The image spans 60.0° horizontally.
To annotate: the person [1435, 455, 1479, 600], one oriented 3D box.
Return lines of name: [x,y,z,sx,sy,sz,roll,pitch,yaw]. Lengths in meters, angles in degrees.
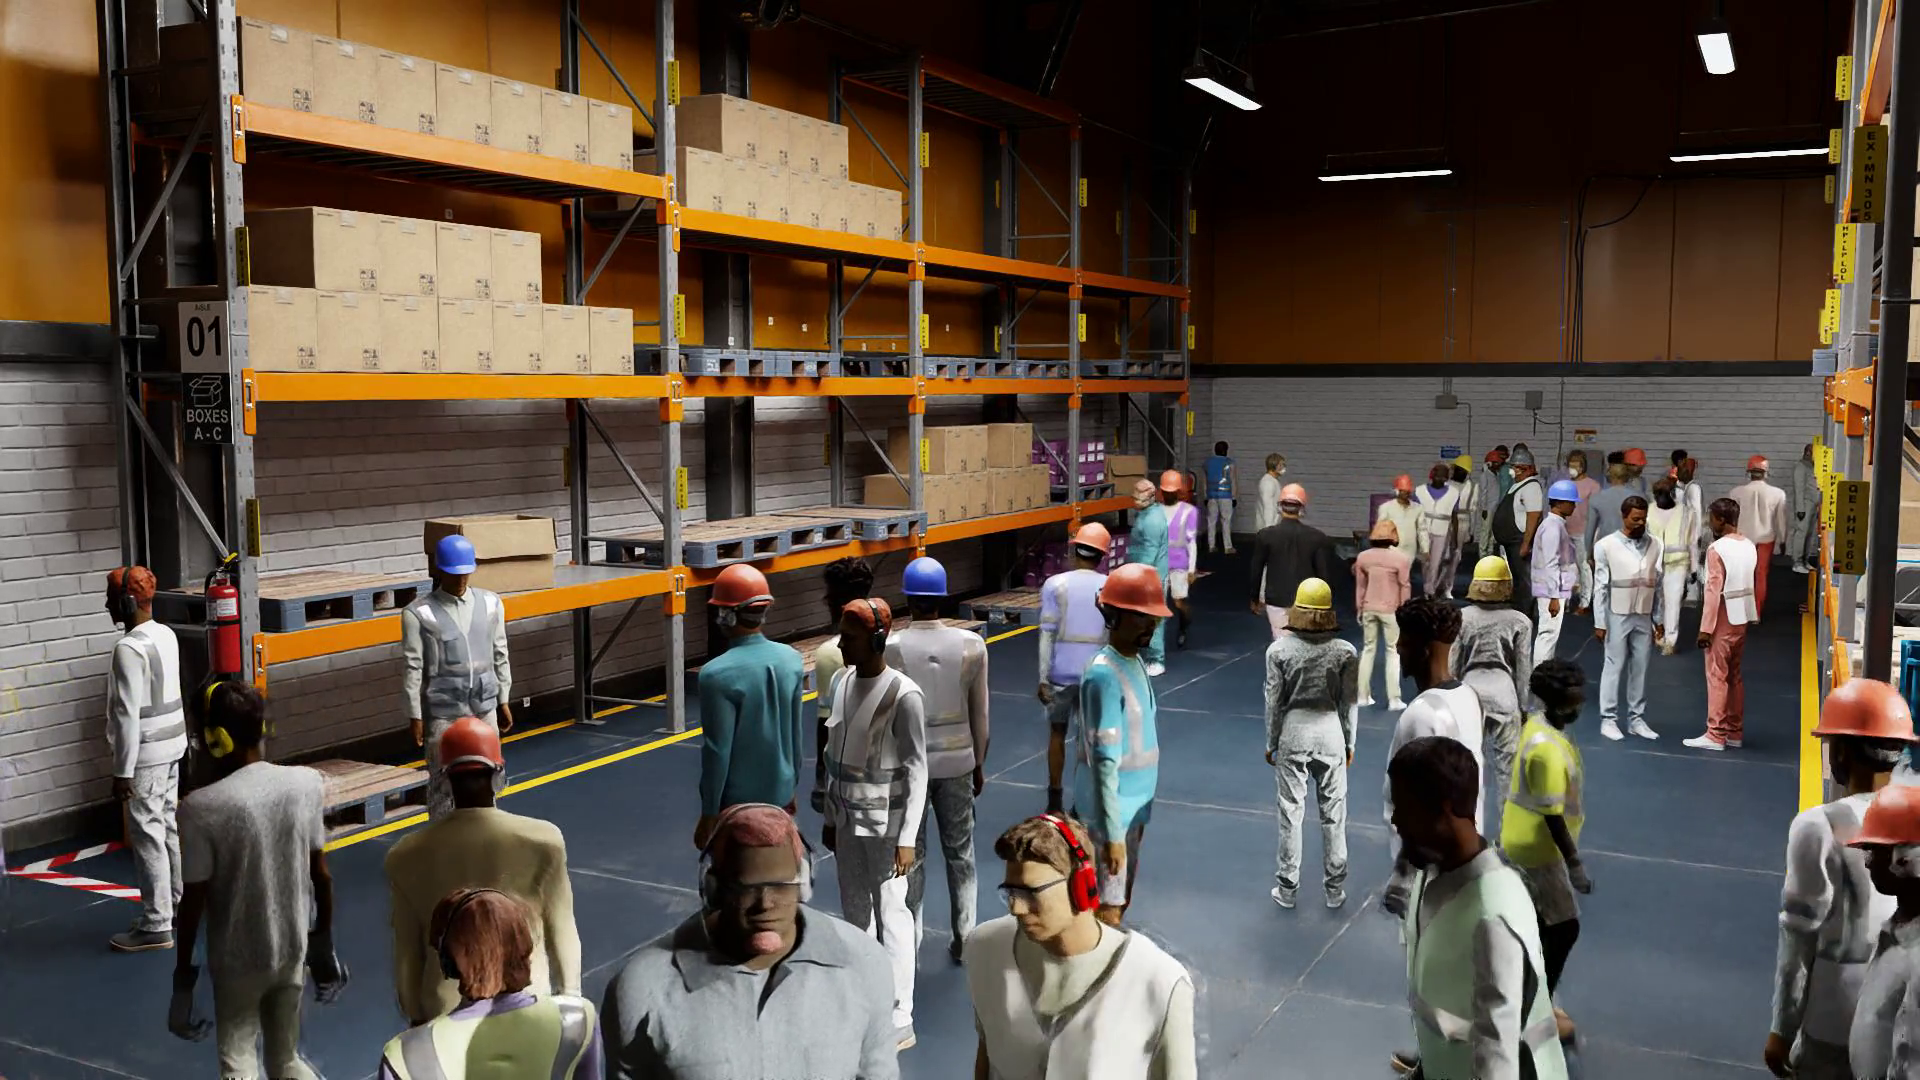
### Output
person: [6.362,-0.177,21.486,0.618,1.876,0.623,1,5,6]

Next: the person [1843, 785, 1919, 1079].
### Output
person: [2.401,1.497,4.345,0.833,1.694,0.553,1,5,15]

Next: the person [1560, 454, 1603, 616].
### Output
person: [7.350,-0.060,19.869,0.372,1.940,0.632,-4,7,-37]

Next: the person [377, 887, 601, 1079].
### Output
person: [-1.042,1.593,3.745,0.523,1.632,0.314,-3,6,-28]

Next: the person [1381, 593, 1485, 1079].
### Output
person: [1.800,1.182,6.361,0.361,1.963,0.614,3,6,33]

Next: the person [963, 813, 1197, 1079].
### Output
person: [0.269,1.506,3.802,0.626,1.801,0.641,3,6,28]

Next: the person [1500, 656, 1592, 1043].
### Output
person: [2.428,1.283,6.915,0.349,1.657,0.565,2,6,18]

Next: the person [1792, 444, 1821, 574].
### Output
person: [12.444,-0.462,24.394,0.409,1.903,0.638,5,7,43]

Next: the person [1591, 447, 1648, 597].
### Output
person: [8.359,-0.176,20.839,0.607,1.995,1.011,-2,6,-25]

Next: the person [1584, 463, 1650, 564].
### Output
person: [7.142,0.113,18.138,0.645,1.909,0.825,2,6,17]

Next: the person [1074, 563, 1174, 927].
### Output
person: [0.670,1.107,6.775,0.394,2.040,0.608,1,6,16]

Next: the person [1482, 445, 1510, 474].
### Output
person: [8.354,-0.558,25.758,0.563,1.838,0.390,1,5,13]

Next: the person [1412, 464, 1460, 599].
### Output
person: [5.861,-0.052,20.663,0.660,1.782,0.943,2,6,17]

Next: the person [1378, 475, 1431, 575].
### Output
person: [5.115,0.122,19.056,0.585,1.710,0.857,-1,5,-11]

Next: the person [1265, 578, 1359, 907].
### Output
person: [1.849,1.067,8.782,0.490,1.744,0.295,0,5,4]

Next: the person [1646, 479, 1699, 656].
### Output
person: [7.297,0.262,17.210,0.630,1.798,0.935,3,6,29]

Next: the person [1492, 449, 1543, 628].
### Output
person: [6.331,-0.022,18.910,0.535,2.000,0.674,1,5,6]

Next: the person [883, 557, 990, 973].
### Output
person: [-0.156,1.053,7.834,0.605,1.949,0.400,-2,6,-16]

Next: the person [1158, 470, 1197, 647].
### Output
person: [2.130,0.232,16.813,0.559,1.910,0.658,2,6,24]

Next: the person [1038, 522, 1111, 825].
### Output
person: [0.771,0.843,10.425,0.580,1.882,0.614,0,5,-4]

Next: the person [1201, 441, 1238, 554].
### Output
person: [4.266,-0.696,27.224,0.623,1.845,0.430,4,7,37]

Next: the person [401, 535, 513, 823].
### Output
person: [-2.802,0.928,9.297,0.619,1.932,0.420,-5,7,-40]

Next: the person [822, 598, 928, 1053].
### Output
person: [-0.378,1.174,6.877,0.345,1.882,0.584,-5,7,-41]

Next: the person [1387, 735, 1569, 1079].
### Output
person: [1.341,1.430,4.130,0.542,1.890,0.695,0,5,-1]

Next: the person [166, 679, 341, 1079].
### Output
person: [-2.191,1.351,5.261,0.602,1.843,0.542,3,6,33]

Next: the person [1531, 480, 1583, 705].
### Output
person: [5.124,0.452,14.318,0.406,1.942,0.614,2,6,20]

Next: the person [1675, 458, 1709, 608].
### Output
person: [9.078,-0.076,20.474,0.559,1.864,0.626,2,6,21]

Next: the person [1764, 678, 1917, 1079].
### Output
person: [2.613,1.362,4.722,0.549,1.911,0.693,-2,6,-18]

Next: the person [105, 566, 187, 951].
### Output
person: [-3.991,1.061,8.163,0.351,1.878,0.568,-1,5,-9]

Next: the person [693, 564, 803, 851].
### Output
person: [-0.916,1.095,7.132,0.395,1.992,0.622,4,6,33]

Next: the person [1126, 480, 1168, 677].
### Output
person: [1.786,0.347,15.890,0.396,1.873,0.765,1,5,8]

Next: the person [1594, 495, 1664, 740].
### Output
person: [5.195,0.601,12.939,0.592,1.909,0.404,-1,5,-15]

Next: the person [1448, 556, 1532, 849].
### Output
person: [3.145,0.964,9.905,0.485,1.739,0.314,2,6,23]

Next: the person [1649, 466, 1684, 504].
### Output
person: [9.005,-0.072,21.095,0.568,1.730,0.499,3,6,28]

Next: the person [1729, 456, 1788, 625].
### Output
person: [9.250,-0.003,19.293,0.640,1.942,1.043,3,6,26]

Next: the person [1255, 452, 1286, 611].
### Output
person: [3.790,-0.103,20.342,0.357,1.936,0.636,1,5,14]

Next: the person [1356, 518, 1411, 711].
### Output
person: [3.589,0.628,14.147,0.498,1.626,0.303,5,7,45]

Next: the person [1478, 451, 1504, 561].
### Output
person: [8.165,-0.496,25.538,0.324,1.752,0.562,5,7,43]

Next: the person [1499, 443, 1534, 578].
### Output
person: [7.961,-0.422,23.758,0.635,1.937,0.352,-3,6,-29]

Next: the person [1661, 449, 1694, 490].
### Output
person: [10.187,-0.362,23.555,0.442,1.854,0.565,-4,6,-34]

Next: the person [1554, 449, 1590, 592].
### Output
person: [8.048,-0.245,22.032,0.734,1.925,0.637,-2,6,-19]

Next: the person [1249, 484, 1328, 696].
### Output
person: [2.689,0.507,13.757,0.600,1.925,1.028,-1,5,-10]

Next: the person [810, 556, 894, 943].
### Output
person: [-0.484,1.051,7.851,0.382,1.957,0.600,3,6,30]

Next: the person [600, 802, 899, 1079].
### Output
person: [-0.420,1.484,3.507,0.651,1.901,0.396,-2,6,-18]

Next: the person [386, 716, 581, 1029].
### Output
person: [-1.457,1.413,5.110,0.579,1.728,0.516,0,5,0]

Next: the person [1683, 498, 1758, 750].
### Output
person: [5.802,0.634,12.595,0.592,1.907,0.416,-5,7,-41]
